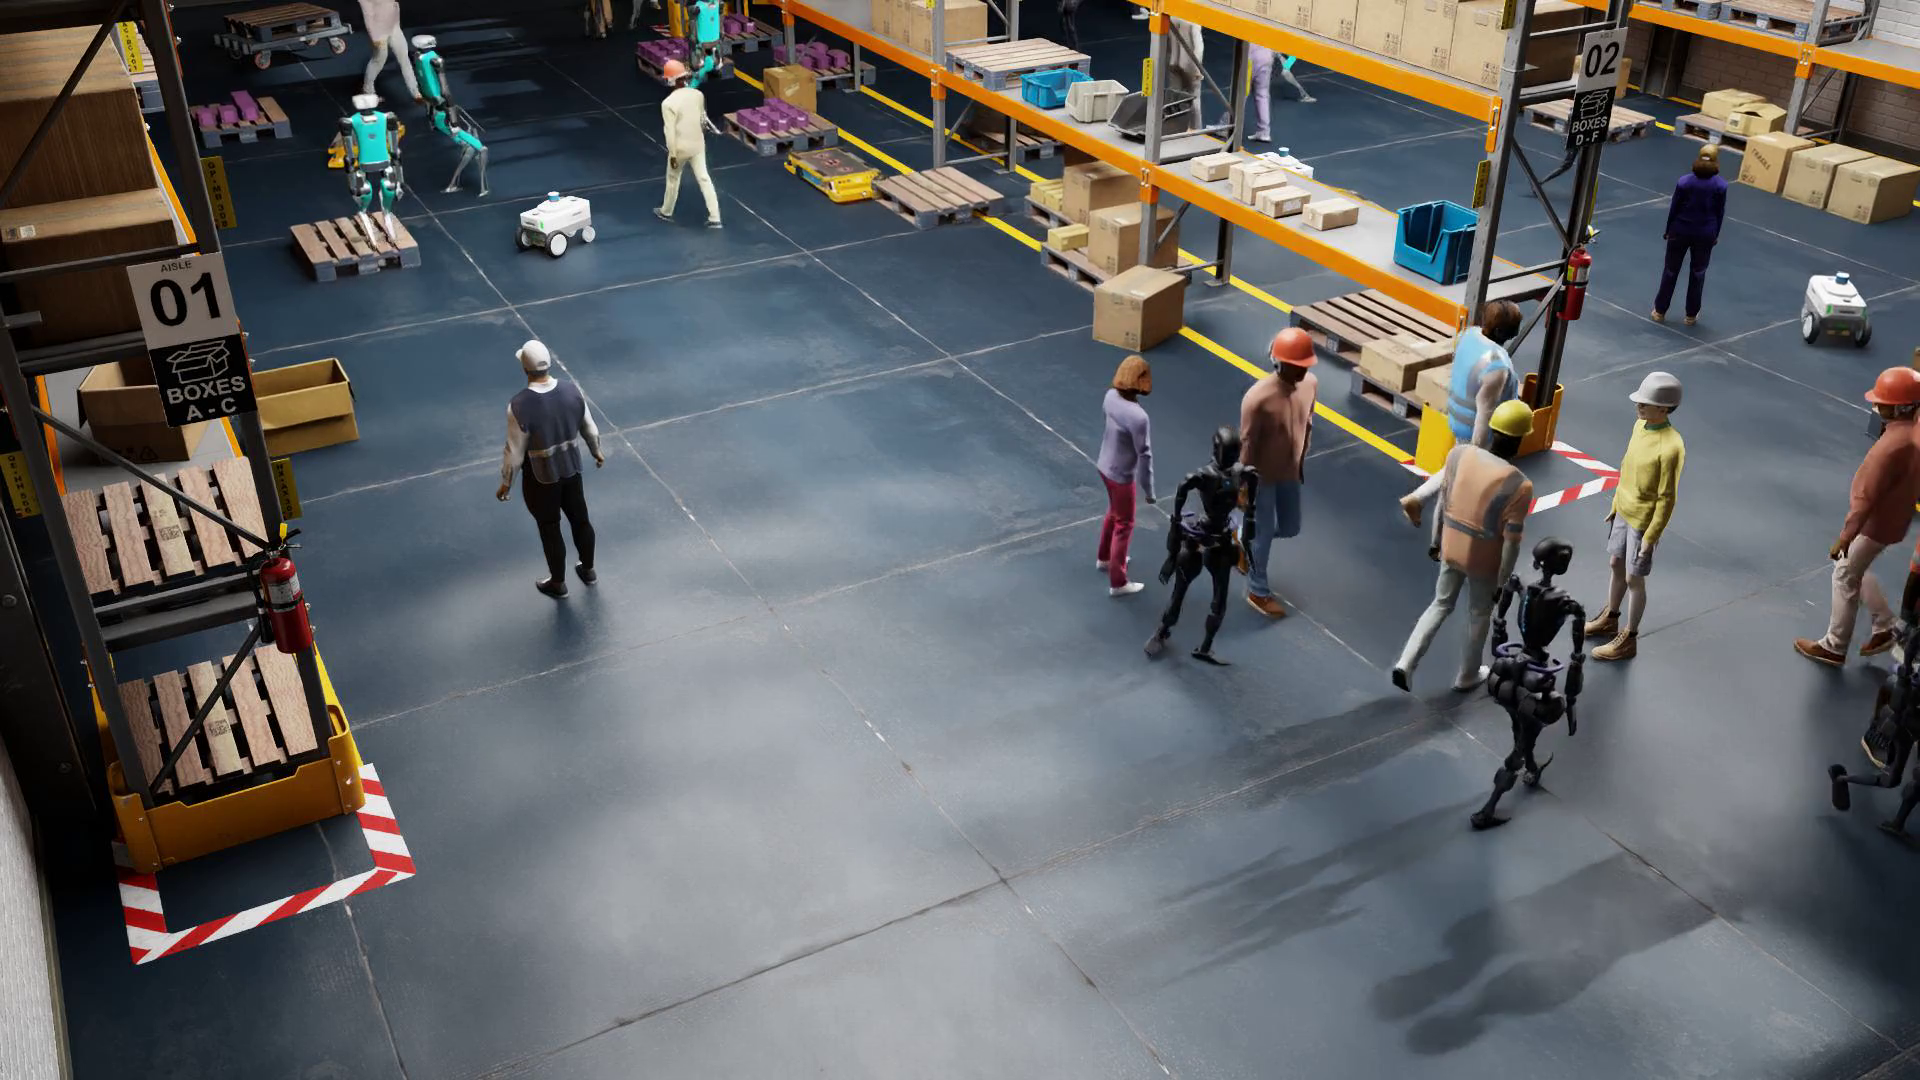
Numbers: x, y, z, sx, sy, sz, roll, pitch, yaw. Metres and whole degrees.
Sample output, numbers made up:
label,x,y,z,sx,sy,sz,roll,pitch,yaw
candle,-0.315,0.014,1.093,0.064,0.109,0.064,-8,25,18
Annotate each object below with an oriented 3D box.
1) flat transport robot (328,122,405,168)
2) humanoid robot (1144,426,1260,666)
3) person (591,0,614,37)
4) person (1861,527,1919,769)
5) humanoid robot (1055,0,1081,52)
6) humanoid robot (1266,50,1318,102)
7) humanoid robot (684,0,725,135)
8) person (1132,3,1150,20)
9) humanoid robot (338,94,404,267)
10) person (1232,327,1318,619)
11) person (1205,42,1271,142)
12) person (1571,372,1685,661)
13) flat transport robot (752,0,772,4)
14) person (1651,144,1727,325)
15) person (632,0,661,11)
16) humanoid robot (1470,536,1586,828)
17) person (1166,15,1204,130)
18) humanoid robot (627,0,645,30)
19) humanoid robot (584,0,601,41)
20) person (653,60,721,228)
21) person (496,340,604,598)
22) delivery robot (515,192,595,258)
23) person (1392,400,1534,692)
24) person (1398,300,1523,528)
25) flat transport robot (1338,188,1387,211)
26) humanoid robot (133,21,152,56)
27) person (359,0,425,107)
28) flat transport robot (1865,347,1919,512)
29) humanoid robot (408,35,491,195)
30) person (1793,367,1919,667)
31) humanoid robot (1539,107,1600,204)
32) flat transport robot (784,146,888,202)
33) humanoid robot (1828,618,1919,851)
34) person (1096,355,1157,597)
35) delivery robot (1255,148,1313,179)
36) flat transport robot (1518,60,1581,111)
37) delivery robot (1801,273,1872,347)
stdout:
label,x,y,z,sx,sy,sz,roll,pitch,yaw
flat transport robot,-6.964,-4.664,19.528,0.659,0.231,1.431,-4,30,-7
humanoid robot,1.466,0.022,9.968,0.613,1.645,0.486,-9,31,-16
person,-5.344,-8.271,24.334,0.569,1.727,0.452,-12,32,-19
person,5.393,0.392,9.036,0.603,1.958,0.370,0,30,-1
humanoid robot,1.509,-7.583,23.204,0.508,1.646,0.590,10,31,16
humanoid robot,4.180,-6.483,21.256,0.954,1.757,0.556,5,30,9
humanoid robot,-3.254,-5.829,20.128,1.010,1.776,0.532,22,37,33
person,2.763,-8.886,25.329,0.390,1.811,0.602,10,31,16
humanoid robot,-5.617,-3.417,15.918,0.542,1.800,0.768,-16,34,-26
person,1.934,-0.466,10.513,0.632,1.972,0.599,-18,34,-28
person,3.395,-5.665,19.658,0.815,1.867,0.669,26,39,37
person,4.083,-0.140,10.028,0.398,1.888,0.486,-4,30,-6
flat transport robot,-2.951,-8.882,26.872,0.659,0.231,1.431,0,30,0
person,6.500,-2.717,14.781,0.457,1.618,0.353,11,32,18
person,-4.933,-9.172,25.804,0.619,1.838,0.430,-13,32,-22
humanoid robot,3.049,0.722,8.766,0.748,1.621,0.599,-18,34,-28
person,2.692,-5.615,19.616,0.624,1.835,0.807,22,37,33
humanoid robot,-4.877,-8.571,24.879,0.552,1.787,0.841,10,31,17
humanoid robot,-5.385,-8.116,24.129,0.596,1.634,0.425,-4,30,-7
person,-2.820,-4.057,17.029,0.907,1.697,0.588,23,37,34
person,-2.628,-0.454,10.703,0.772,1.756,0.445,-26,39,-38
delivery robot,-4.047,-3.180,16.653,0.499,0.589,0.782,19,35,29
person,2.915,0.098,9.604,0.697,1.898,0.600,-23,37,-34
person,3.424,-0.760,11.170,0.621,1.826,0.626,-2,30,-4
flat transport robot,4.016,-3.347,17.235,0.659,0.231,1.431,-9,31,-15
humanoid robot,-11.333,-7.299,22.752,0.581,1.642,0.584,15,33,24
person,-7.296,-6.420,20.982,1.004,1.883,0.654,12,32,21
flat transport robot,7.475,-0.485,12.254,1.431,0.231,0.659,-7,31,-13
humanoid robot,-5.410,-4.571,17.905,0.532,1.785,0.784,24,37,35
person,5.458,-0.103,9.888,0.523,1.961,0.652,25,38,37
humanoid robot,6.568,-4.396,17.687,0.690,1.647,0.608,3,30,5
flat transport robot,-1.376,-4.081,18.513,0.659,0.231,1.431,-15,33,-25
humanoid robot,4.974,0.817,8.596,0.609,1.642,0.537,-13,32,-21
person,1.066,-0.416,10.765,0.313,1.627,0.589,-11,32,-18
delivery robot,3.464,-3.937,17.976,0.499,0.595,0.792,-17,34,-27
flat transport robot,7.183,-5.764,21.444,0.659,0.231,1.431,-15,33,-25
delivery robot,7.740,-2.074,14.704,0.499,0.565,0.745,6,30,10
